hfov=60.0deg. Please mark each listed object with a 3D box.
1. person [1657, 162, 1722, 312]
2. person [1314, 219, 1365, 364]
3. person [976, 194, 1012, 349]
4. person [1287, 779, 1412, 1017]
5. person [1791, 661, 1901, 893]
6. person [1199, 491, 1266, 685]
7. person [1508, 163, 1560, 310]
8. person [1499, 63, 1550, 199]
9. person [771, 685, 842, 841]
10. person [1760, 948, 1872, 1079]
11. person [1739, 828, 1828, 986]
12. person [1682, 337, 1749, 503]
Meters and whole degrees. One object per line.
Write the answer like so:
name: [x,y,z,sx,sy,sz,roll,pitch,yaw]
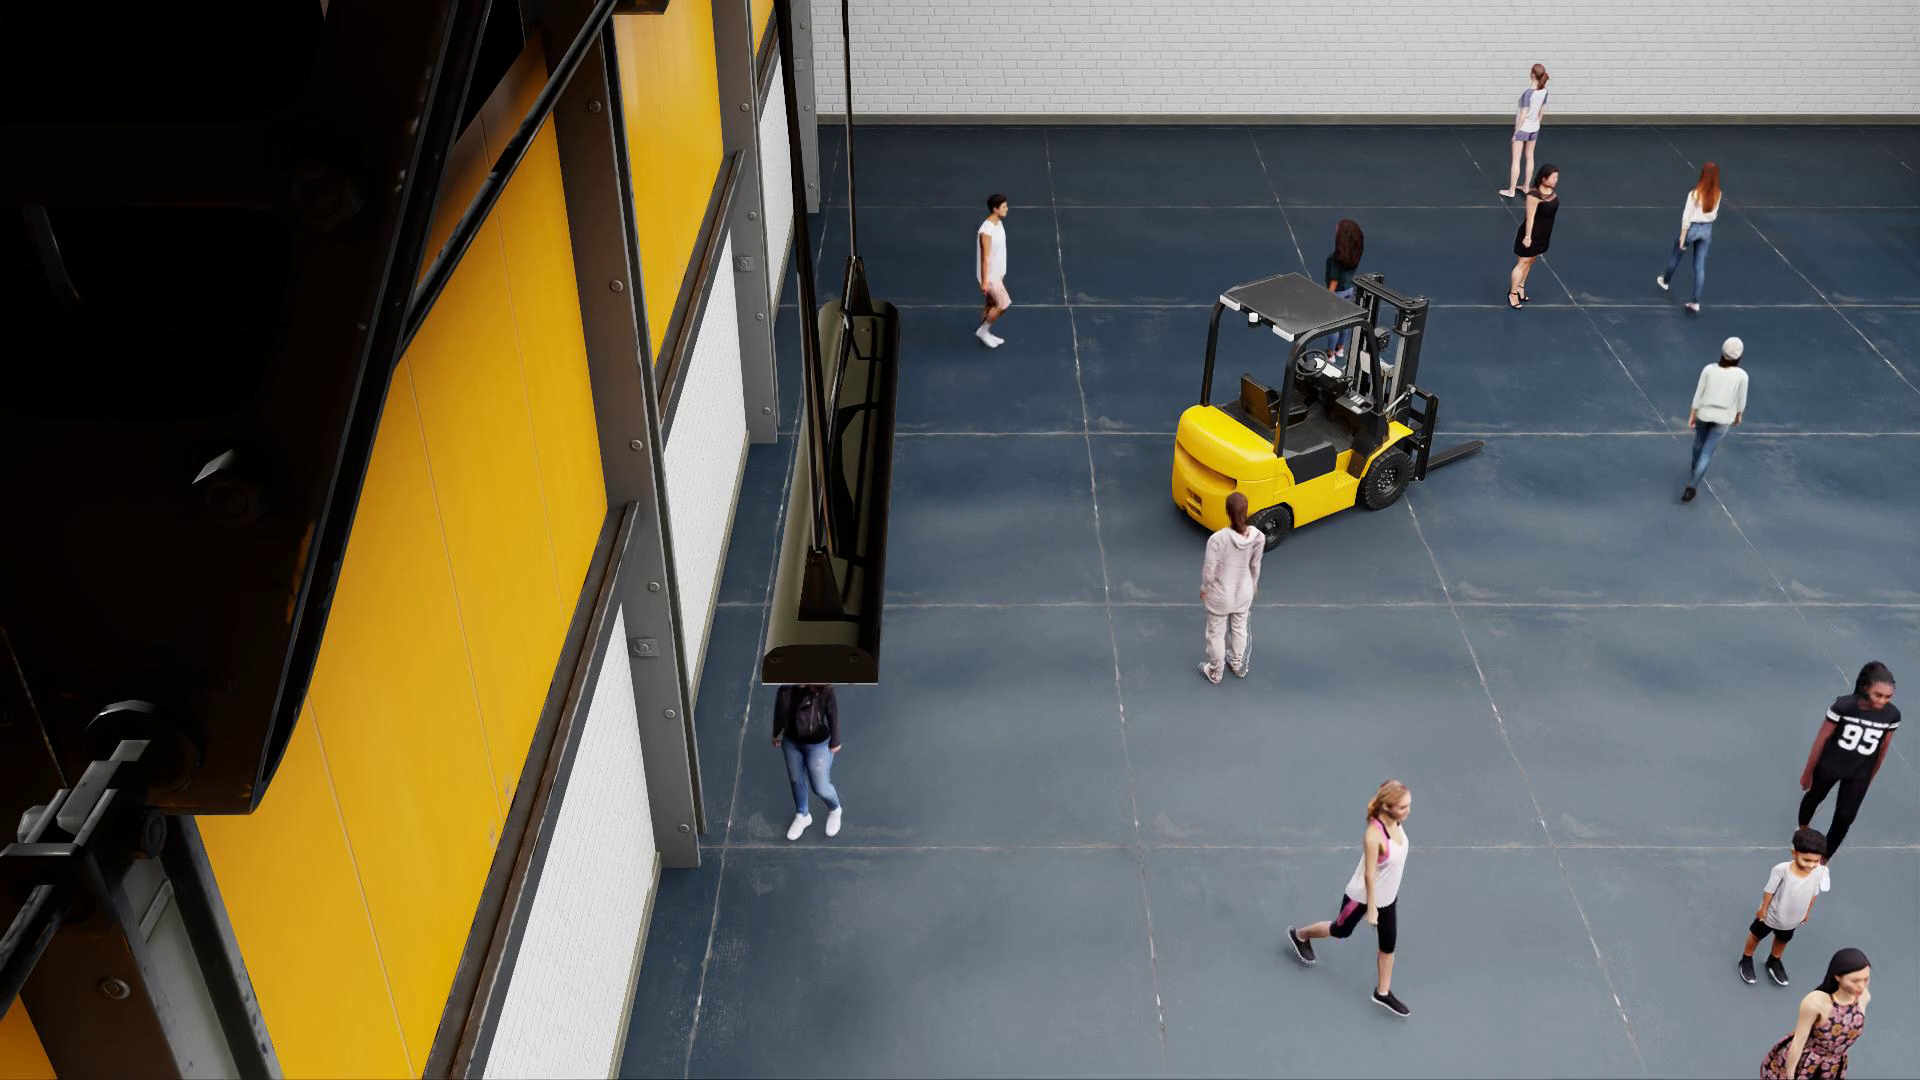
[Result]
person: [8.480,-3.451,19.067,0.594,1.684,1.134,1,34,1]
person: [4.114,-2.702,18.002,0.712,1.616,0.765,-25,41,-33]
person: [0.265,-2.940,18.219,0.804,1.773,0.691,10,35,14]
person: [2.504,2.196,10.508,1.161,1.754,1.117,28,43,36]
person: [6.113,1.535,11.544,0.817,1.709,0.966,13,36,19]
person: [2.161,0.395,13.275,0.695,1.691,0.691,-7,34,-11]
person: [6.590,-3.511,19.134,0.823,1.711,0.738,23,40,30]
person: [7.475,-5.408,21.937,0.671,1.766,0.691,-16,37,-23]
person: [-1.066,1.398,11.819,0.754,1.632,0.777,17,37,24]
person: [4.777,2.960,9.341,0.743,1.774,0.761,-9,35,-13]
person: [5.326,2.346,10.733,0.489,1.256,0.487,2,34,4]
person: [7.065,-1.100,15.610,0.983,1.596,1.156,21,39,28]
